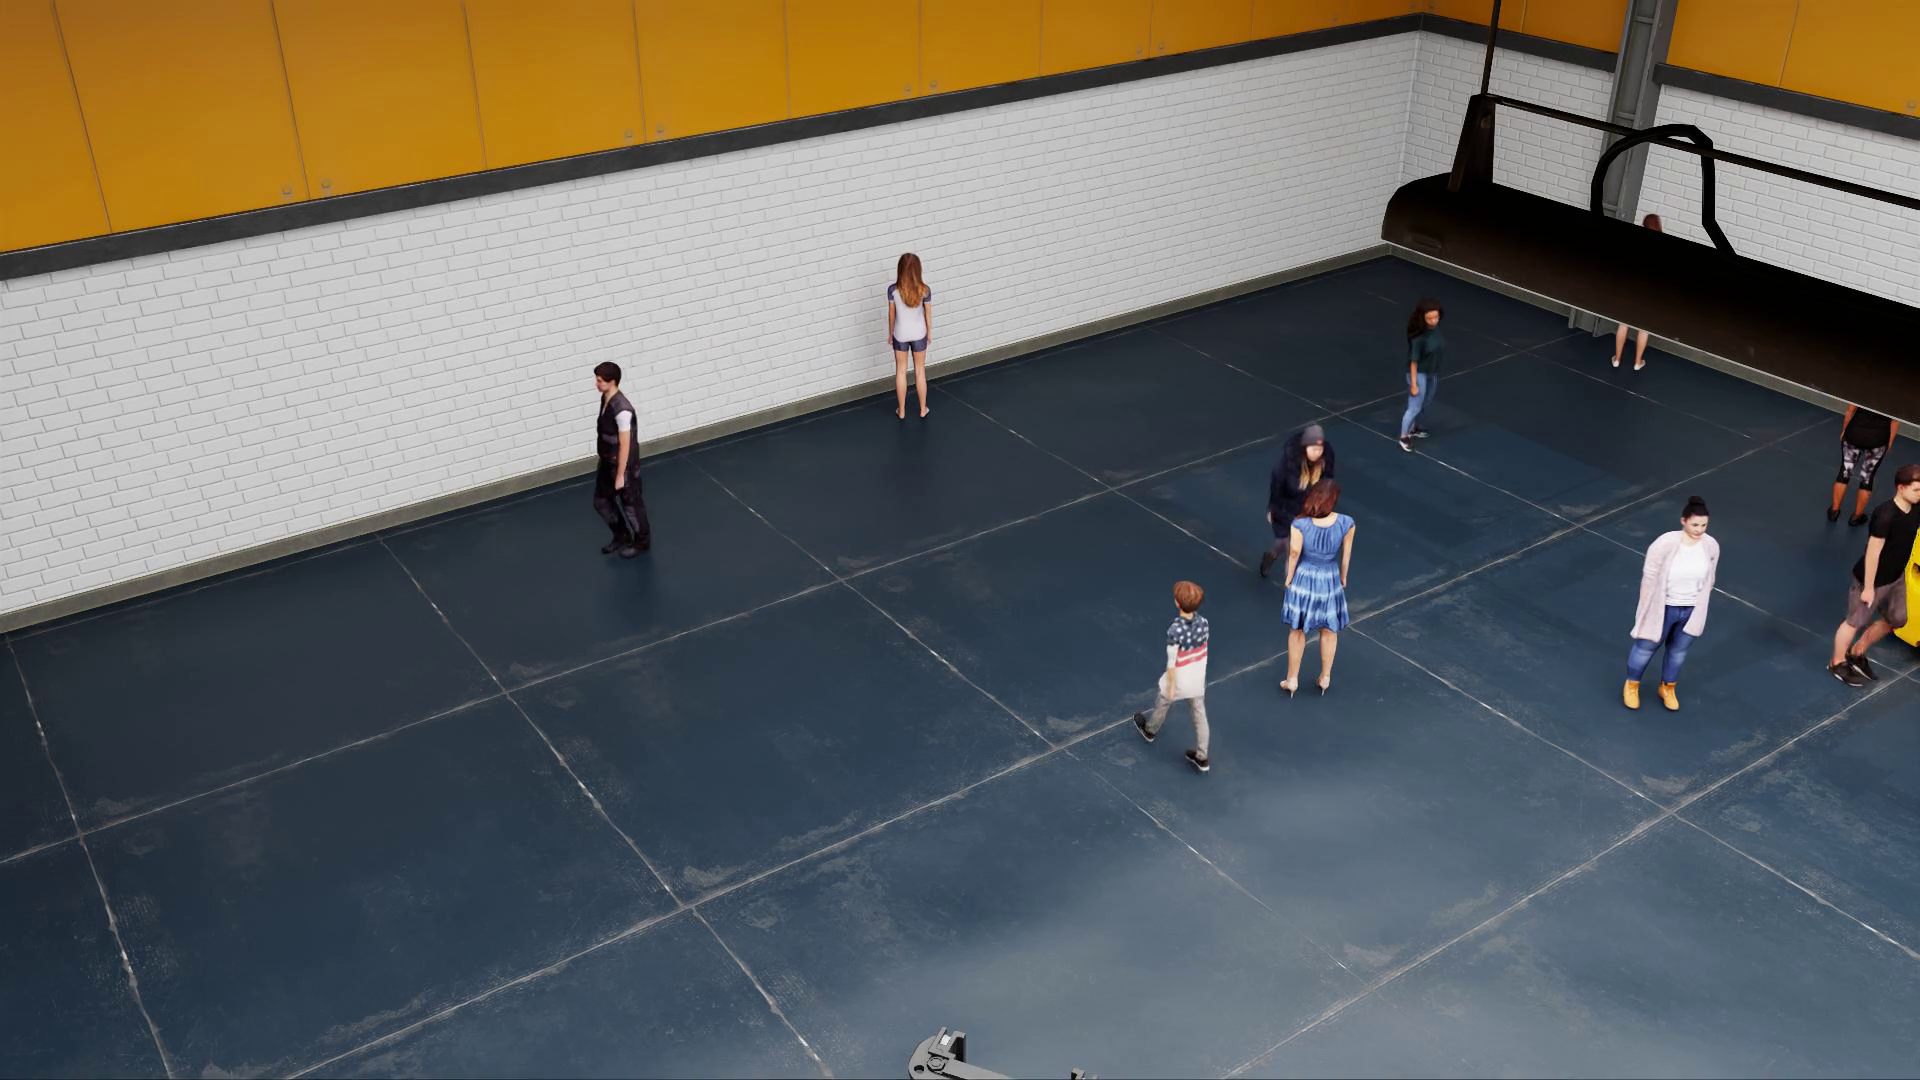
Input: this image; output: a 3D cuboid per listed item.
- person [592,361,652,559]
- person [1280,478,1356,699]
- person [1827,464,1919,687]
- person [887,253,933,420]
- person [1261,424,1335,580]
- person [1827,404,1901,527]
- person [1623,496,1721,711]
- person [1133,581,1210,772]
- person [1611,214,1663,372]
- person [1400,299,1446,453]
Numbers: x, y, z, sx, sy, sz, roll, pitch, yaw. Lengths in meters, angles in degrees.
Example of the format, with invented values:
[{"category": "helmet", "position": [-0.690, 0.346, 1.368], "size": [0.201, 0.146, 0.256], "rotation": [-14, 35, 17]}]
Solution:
[{"category": "person", "position": [-2.805, -0.694, 14.206], "size": [0.736, 1.836, 0.603], "rotation": [-17, 33, -28]}, {"category": "person", "position": [2.632, 0.360, 12.304], "size": [0.757, 1.806, 0.765], "rotation": [-1, 29, -2]}, {"category": "person", "position": [6.843, 0.222, 12.511], "size": [0.710, 1.849, 0.647], "rotation": [-15, 32, -25]}, {"category": "person", "position": [-0.511, -2.063, 16.825], "size": [0.694, 1.730, 0.708], "rotation": [-2, 29, -4]}, {"category": "person", "position": [2.699, -0.248, 13.609], "size": [0.927, 1.624, 1.215], "rotation": [-6, 29, -12]}, {"category": "person", "position": [8.075, -0.925, 14.809], "size": [0.532, 1.663, 0.690], "rotation": [21, 35, 33]}, {"category": "person", "position": [5.224, 0.455, 12.196], "size": [0.798, 1.742, 0.830], "rotation": [1, 29, 2]}, {"category": "person", "position": [1.611, 0.978, 11.595], "size": [0.583, 1.401, 0.948], "rotation": [-16, 32, -26]}, {"category": "person", "position": [7.349, -2.680, 17.980], "size": [0.612, 1.708, 0.708], "rotation": [14, 32, 24]}, {"category": "person", "position": [4.463, -1.617, 16.162], "size": [0.671, 1.582, 0.771], "rotation": [18, 33, 29]}]
